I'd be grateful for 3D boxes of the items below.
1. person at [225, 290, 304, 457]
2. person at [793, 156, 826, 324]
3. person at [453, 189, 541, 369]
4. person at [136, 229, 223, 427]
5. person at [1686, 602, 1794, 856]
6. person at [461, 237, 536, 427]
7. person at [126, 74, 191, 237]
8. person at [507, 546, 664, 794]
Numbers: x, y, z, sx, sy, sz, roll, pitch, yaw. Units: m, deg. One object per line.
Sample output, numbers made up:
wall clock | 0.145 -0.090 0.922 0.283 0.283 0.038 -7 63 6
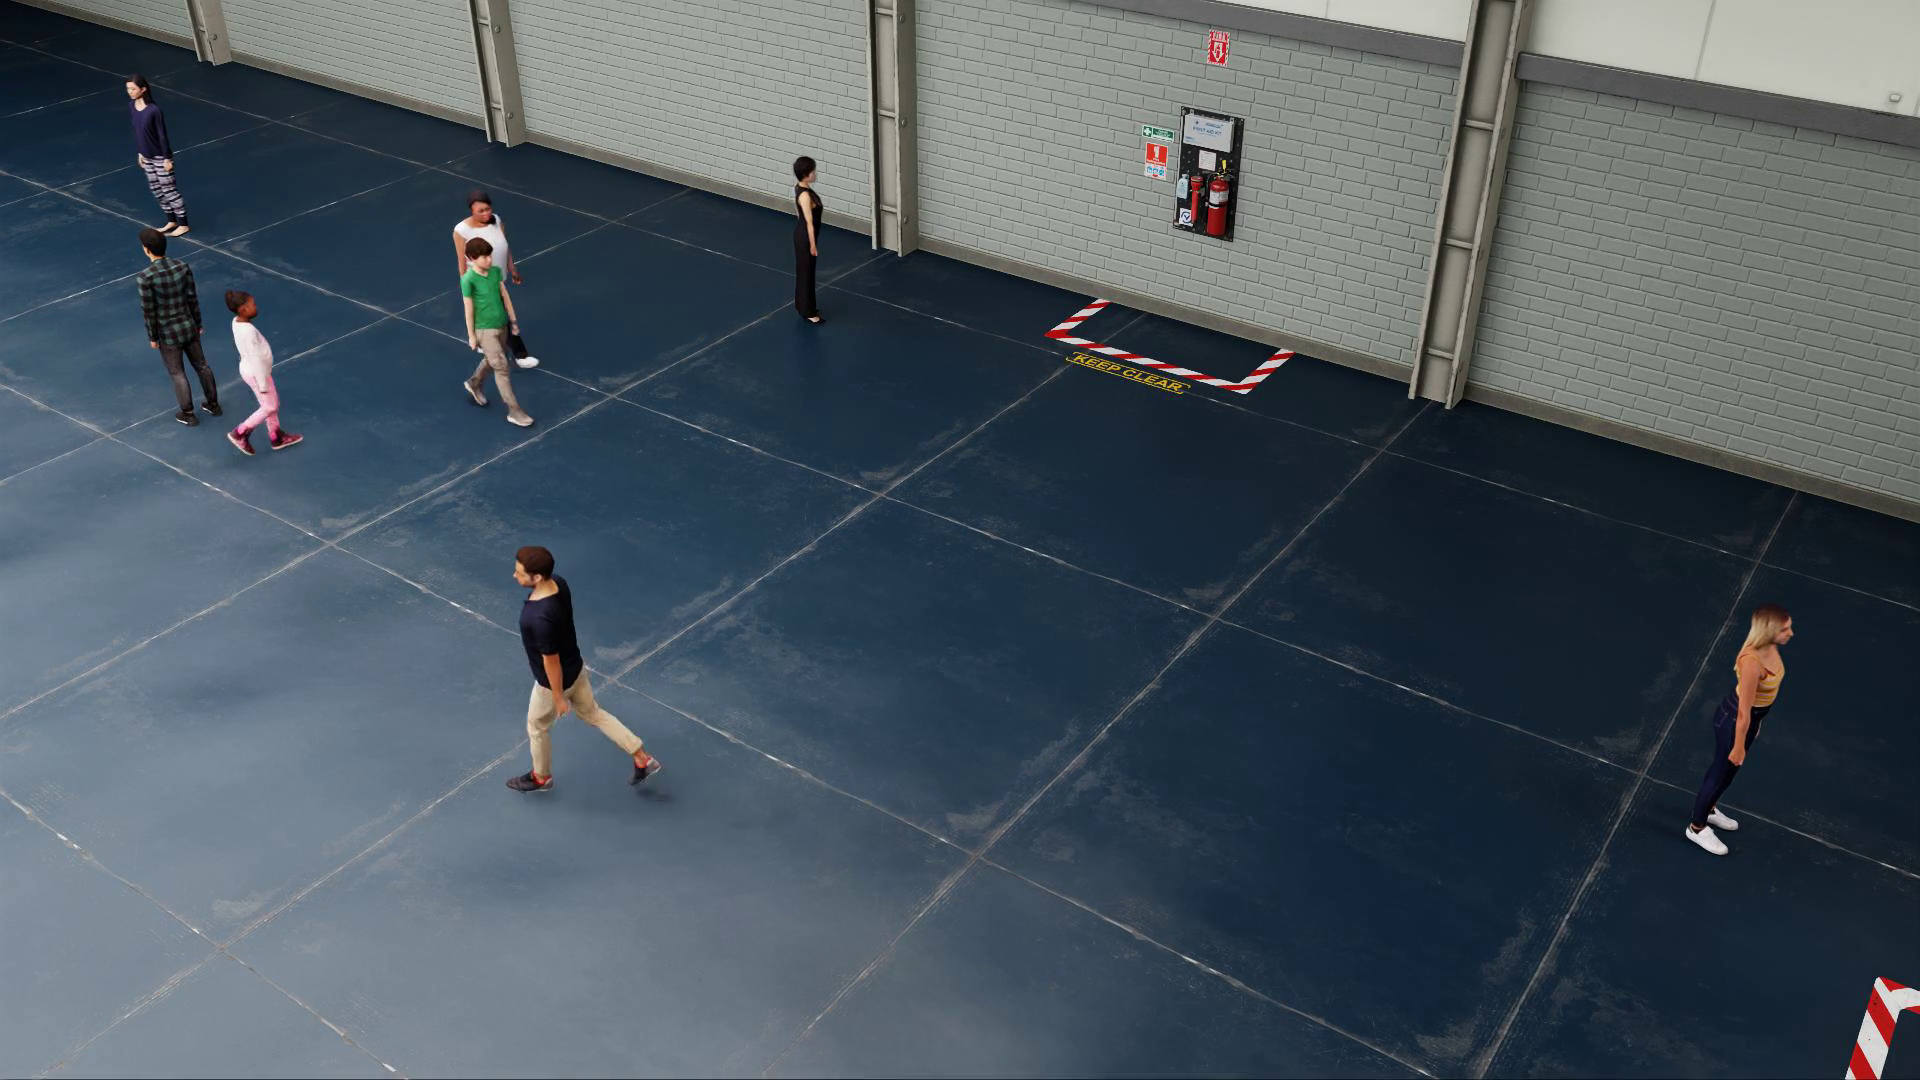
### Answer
person | -5.799 -1.350 13.552 0.760 1.435 0.817 -20 38 -29
person | -1.461 -2.849 15.772 0.729 1.601 0.649 -9 33 -13
person | -4.281 -2.358 14.948 1.067 1.651 0.716 16 36 24
person | -6.612 -1.794 14.002 0.501 1.709 0.653 20 37 28
person | 4.478 1.054 9.560 0.506 1.629 0.560 21 38 30
person | -4.038 -1.800 14.088 1.088 1.625 0.602 19 37 27
person | -8.514 -4.097 17.628 0.497 1.733 0.687 15 35 22
person | -2.259 0.801 9.787 1.291 1.814 1.047 4 32 7
